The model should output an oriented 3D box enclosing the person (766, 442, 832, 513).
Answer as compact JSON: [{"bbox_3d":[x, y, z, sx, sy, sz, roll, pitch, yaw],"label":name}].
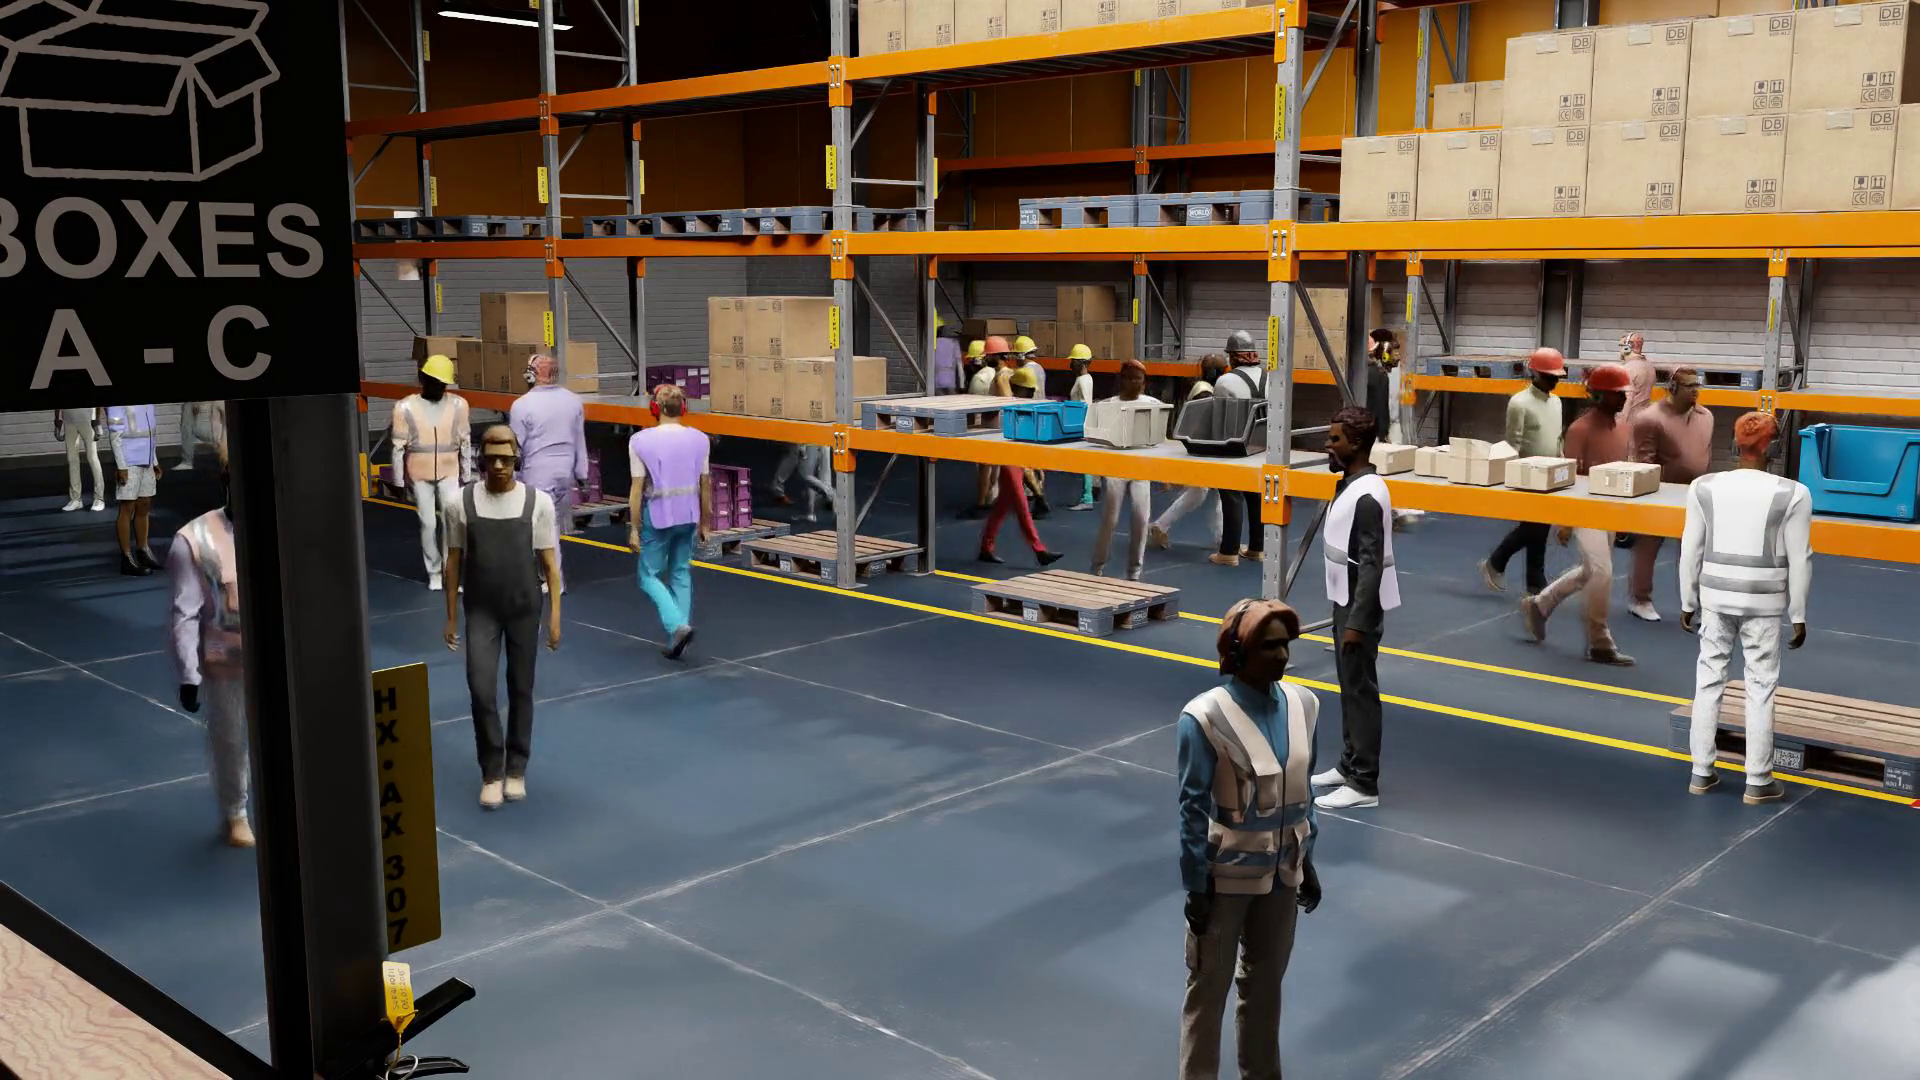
[{"bbox_3d":[-1.672,-1.232,17.600,0.976,1.891,0.651,8,12,40],"label":"person"}]

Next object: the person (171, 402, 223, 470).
[{"bbox_3d":[-9.791,-1.763,21.306,0.663,1.726,0.488,-6,11,-34],"label":"person"}]

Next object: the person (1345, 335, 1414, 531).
[{"bbox_3d":[4.071,-1.054,16.312,0.947,1.944,0.616,7,11,36],"label":"person"}]

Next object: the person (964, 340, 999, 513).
[{"bbox_3d":[0.231,-1.186,17.481,0.504,1.804,0.624,3,10,18],"label":"person"}]

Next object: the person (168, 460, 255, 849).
[{"bbox_3d":[-3.023,0.516,7.128,0.652,1.787,0.980,-6,11,-35],"label":"person"}]

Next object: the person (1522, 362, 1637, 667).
[{"bbox_3d":[4.115,-0.195,10.967,0.627,1.969,0.870,-7,12,-37],"label":"person"}]

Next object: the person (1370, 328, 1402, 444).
[{"bbox_3d":[4.692,-1.378,18.403,0.619,1.917,1.025,-9,13,-43],"label":"person"}]

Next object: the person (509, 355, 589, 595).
[{"bbox_3d":[-3.362,-0.522,13.192,0.776,1.880,0.679,7,12,39],"label":"person"}]

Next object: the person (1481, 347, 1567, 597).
[{"bbox_3d":[4.409,-0.497,12.806,0.711,1.970,0.538,-8,12,-40],"label":"person"}]

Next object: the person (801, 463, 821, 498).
[{"bbox_3d":[-1.700,-1.307,18.599,0.394,1.678,0.544,4,10,25],"label":"person"}]

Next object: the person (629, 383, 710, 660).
[{"bbox_3d":[-1.863,-0.098,10.763,0.586,1.823,0.475,-7,12,-36],"label":"person"}]

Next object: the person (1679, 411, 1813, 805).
[{"bbox_3d":[3.770,0.323,8.009,0.585,1.882,0.337,8,12,40],"label":"person"}]

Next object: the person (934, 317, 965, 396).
[{"bbox_3d":[-0.245,-2.179,23.329,0.660,1.897,0.508,-4,10,-23],"label":"person"}]

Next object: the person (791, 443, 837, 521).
[{"bbox_3d":[-1.450,-0.956,16.720,0.557,1.608,0.504,3,10,19],"label":"person"}]

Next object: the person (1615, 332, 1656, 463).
[{"bbox_3d":[6.928,-1.198,17.271,0.400,1.907,0.645,9,13,43],"label":"person"}]

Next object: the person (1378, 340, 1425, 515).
[{"bbox_3d":[4.359,-1.176,17.385,0.958,1.832,0.542,4,10,25],"label":"person"}]

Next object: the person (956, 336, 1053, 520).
[{"bbox_3d":[0.488,-1.124,16.896,0.968,1.893,0.546,2,9,11],"label":"person"}]

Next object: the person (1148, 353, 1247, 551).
[{"bbox_3d":[2.152,-0.779,15.021,0.832,1.816,0.630,3,10,15],"label":"person"}]

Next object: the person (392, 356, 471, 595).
[{"bbox_3d":[-4.114,-0.494,13.024,0.619,1.873,0.799,-4,10,-23],"label":"person"}]

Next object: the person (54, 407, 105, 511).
[{"bbox_3d":[-9.337,-1.226,17.592,0.508,1.860,0.315,0,9,-1],"label":"person"}]

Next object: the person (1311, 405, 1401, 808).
[{"bbox_3d":[1.888,0.321,7.925,0.391,1.917,0.587,1,9,6],"label":"person"}]

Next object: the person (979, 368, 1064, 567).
[{"bbox_3d":[0.532,-0.618,14.281,0.927,1.704,0.538,5,11,30],"label":"person"}]

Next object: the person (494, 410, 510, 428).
[{"bbox_3d":[-5.946,-1.818,21.607,0.575,1.729,0.540,-1,9,-6],"label":"person"}]

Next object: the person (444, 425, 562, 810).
[{"bbox_3d":[-2.159,0.374,7.862,0.550,1.827,0.590,-3,10,-16],"label":"person"}]

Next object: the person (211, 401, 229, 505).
[{"bbox_3d":[-7.296,-0.959,16.810,0.513,1.583,0.870,-3,10,-15],"label":"person"}]

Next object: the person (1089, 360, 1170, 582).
[{"bbox_3d":[1.329,-0.490,13.121,0.619,1.849,0.560,-2,10,-15],"label":"person"}]

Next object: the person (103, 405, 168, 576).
[{"bbox_3d":[-6.902,-0.676,13.965,0.370,1.939,0.543,1,9,8],"label":"person"}]

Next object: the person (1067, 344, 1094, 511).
[{"bbox_3d":[1.282,-1.189,17.639,0.316,1.769,0.524,1,9,5],"label":"person"}]

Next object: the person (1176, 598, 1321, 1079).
[{"bbox_3d":[0.825,0.971,4.774,0.514,1.644,0.307,-6,11,-34],"label":"person"}]

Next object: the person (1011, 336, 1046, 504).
[{"bbox_3d":[0.723,-1.309,18.183,0.404,1.827,0.600,4,10,21],"label":"person"}]

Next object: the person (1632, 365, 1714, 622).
[{"bbox_3d":[5.121,-0.293,11.804,0.667,1.864,0.937,-2,9,-10],"label":"person"}]

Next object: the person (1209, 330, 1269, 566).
[{"bbox_3d":[2.404,-0.806,14.457,0.684,2.000,0.535,-6,11,-34],"label":"person"}]
